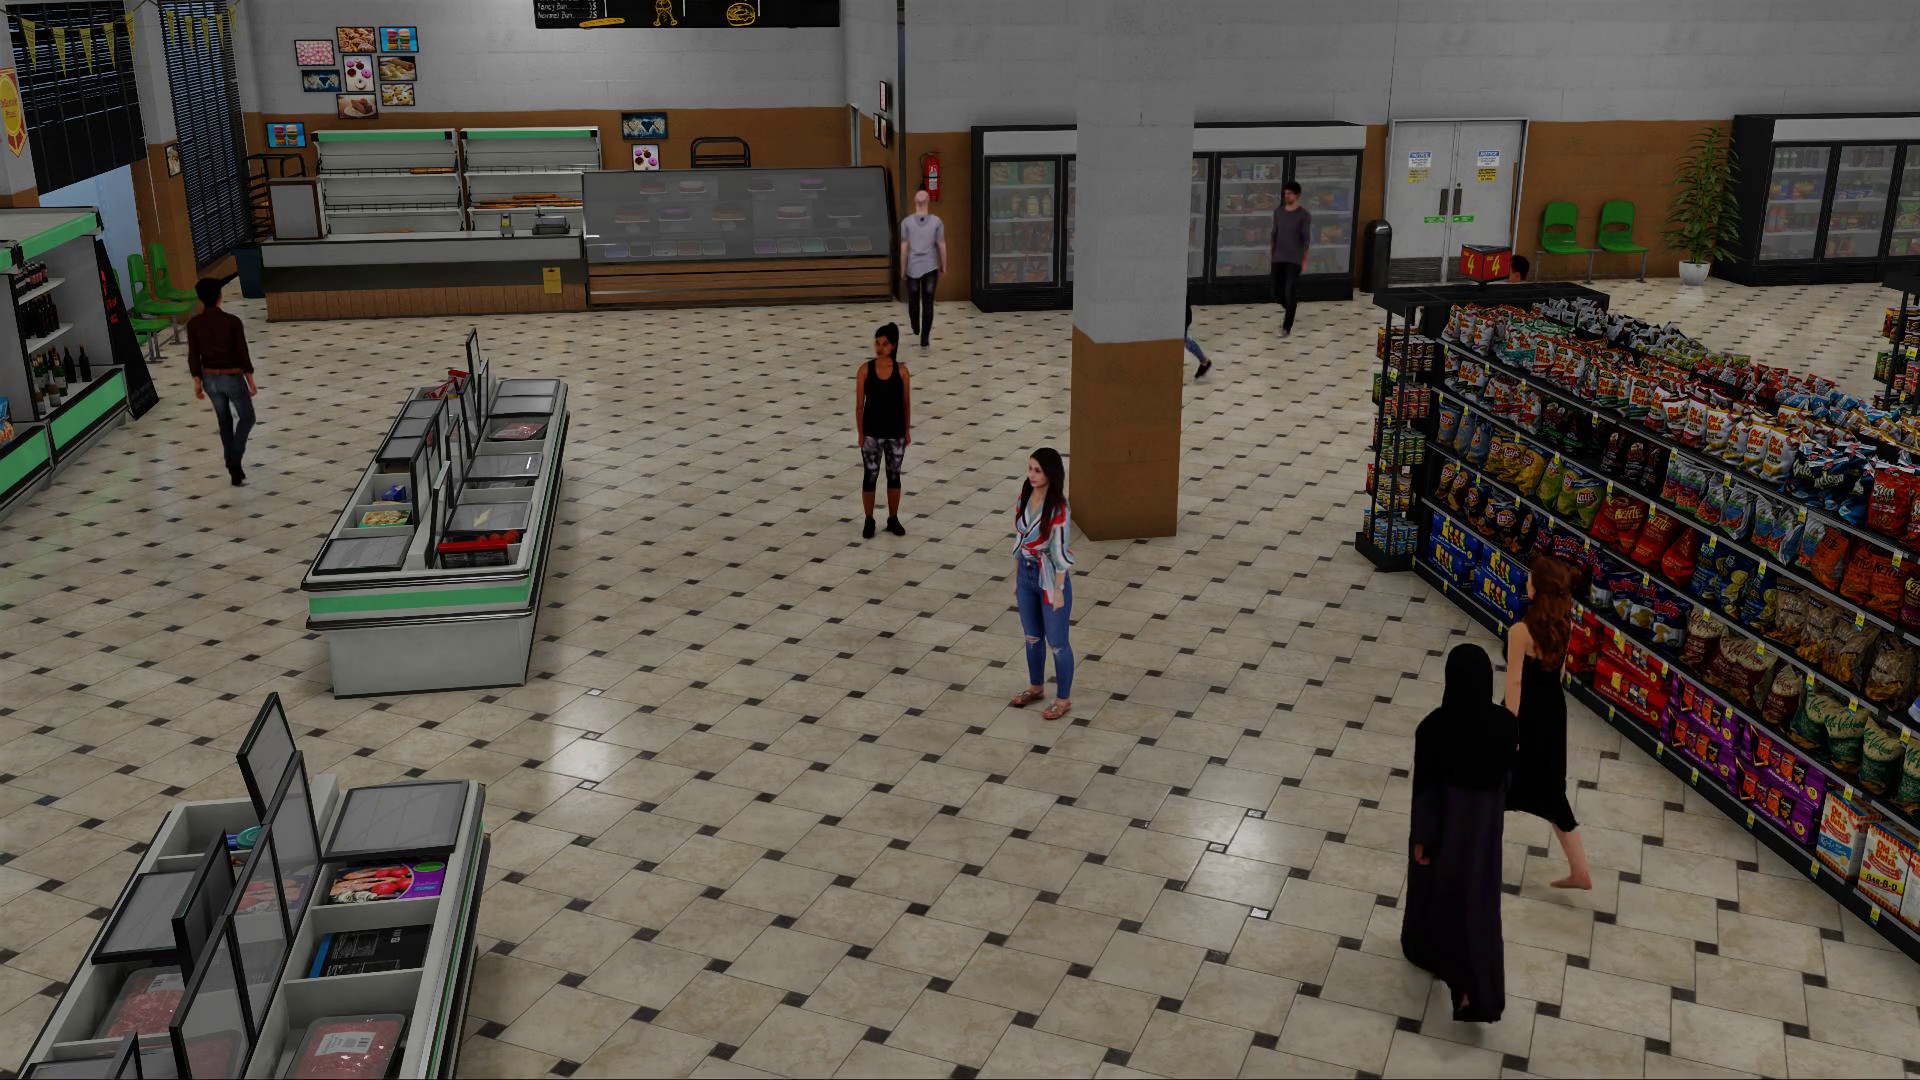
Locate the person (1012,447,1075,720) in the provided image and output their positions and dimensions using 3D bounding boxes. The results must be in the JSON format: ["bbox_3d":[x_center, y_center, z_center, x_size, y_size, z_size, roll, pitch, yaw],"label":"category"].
[{"bbox_3d":[0.496,0.237,9.664,0.724,1.610,0.621,-17,25,-40],"label":"person"}]

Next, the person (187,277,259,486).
[{"bbox_3d":[-6.191,-1.292,13.957,0.681,1.765,0.786,-2,19,-6],"label":"person"}]

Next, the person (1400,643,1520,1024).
[{"bbox_3d":[2.070,1.209,6.804,0.759,1.596,1.148,1,19,4],"label":"person"}]

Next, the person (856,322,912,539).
[{"bbox_3d":[-0.590,-0.852,12.812,0.572,1.663,0.503,-4,19,-11],"label":"person"}]

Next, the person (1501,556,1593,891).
[{"bbox_3d":[2.733,0.893,7.756,0.787,1.587,1.148,-8,20,-23],"label":"person"}]

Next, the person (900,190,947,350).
[{"bbox_3d":[-0.446,-3.088,19.250,0.860,1.787,1.280,0,19,1],"label":"person"}]

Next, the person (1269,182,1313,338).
[{"bbox_3d":[4.010,-3.377,20.032,0.957,1.834,1.001,16,24,39],"label":"person"}]
